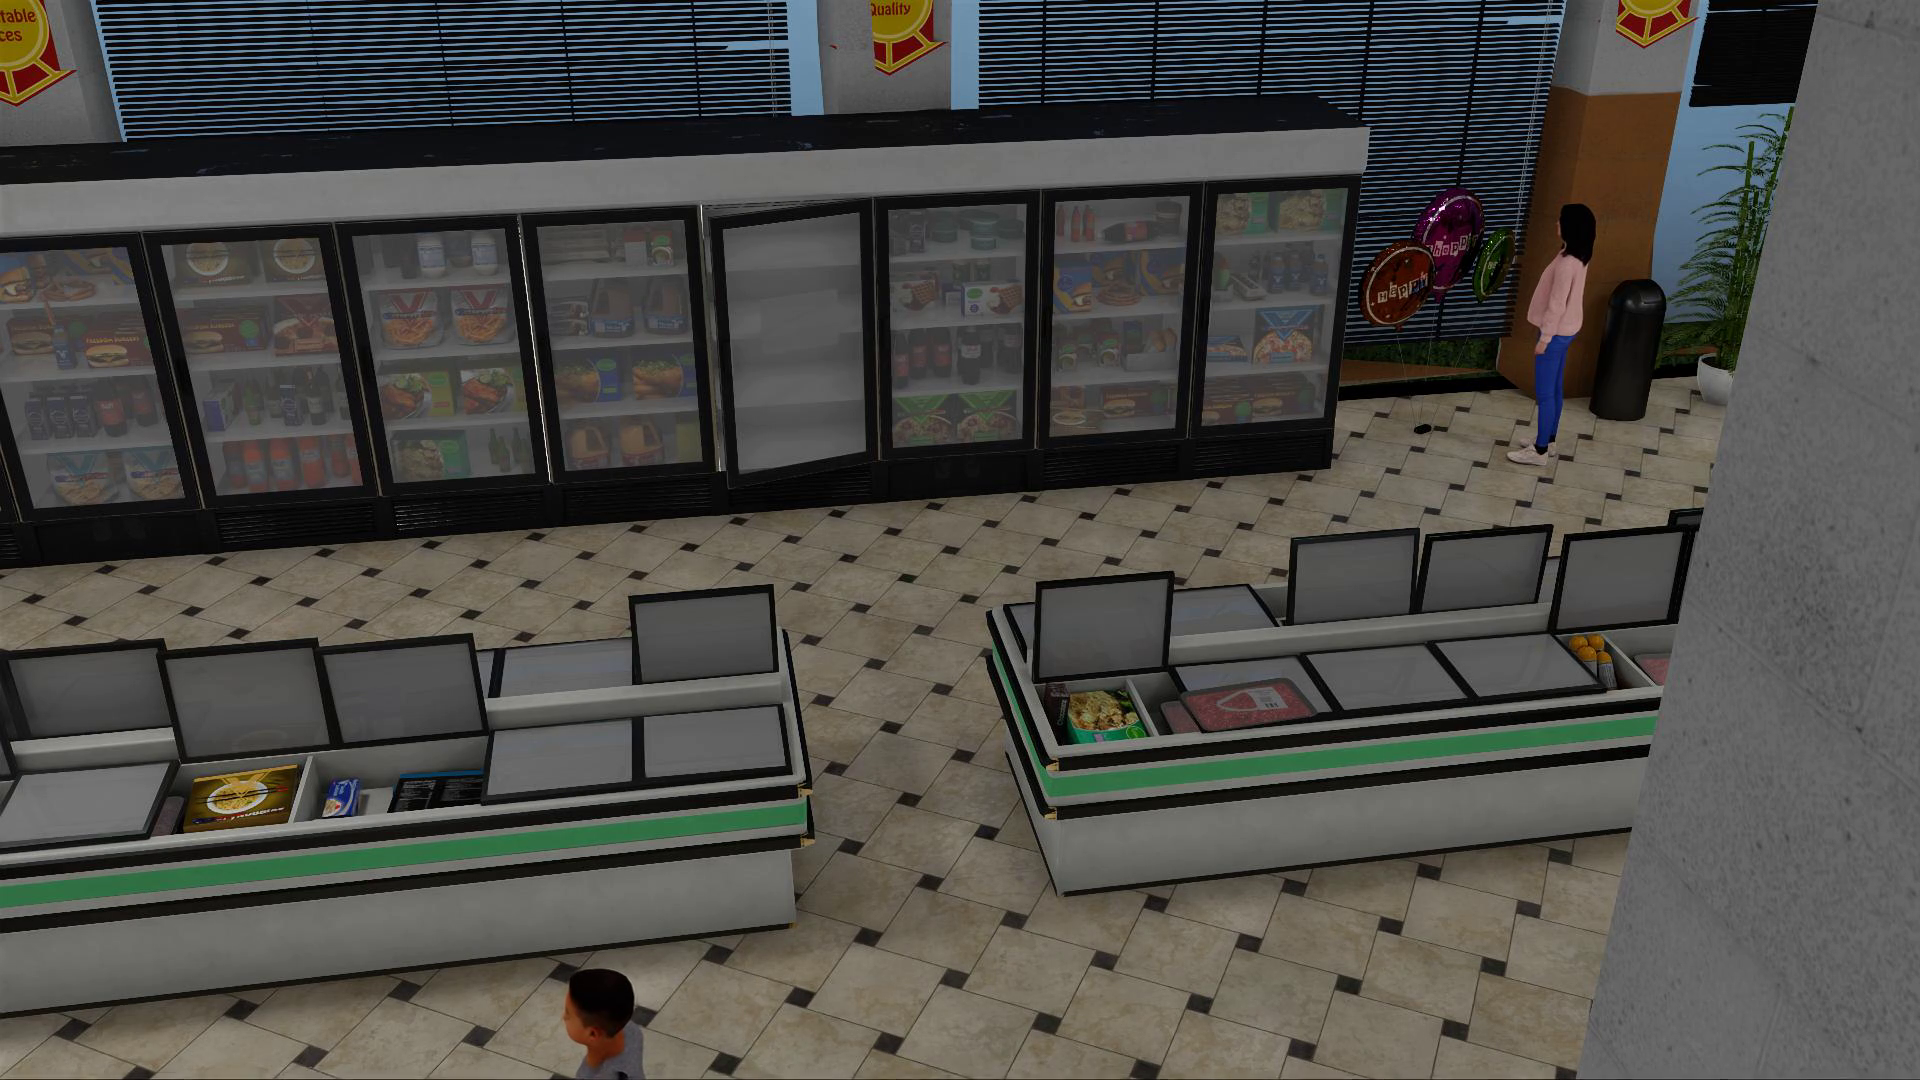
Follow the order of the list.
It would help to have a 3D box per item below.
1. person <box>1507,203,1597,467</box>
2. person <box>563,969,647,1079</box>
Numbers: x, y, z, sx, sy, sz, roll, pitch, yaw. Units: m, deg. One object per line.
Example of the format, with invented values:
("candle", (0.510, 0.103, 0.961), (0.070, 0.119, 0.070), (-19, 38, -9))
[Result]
("person", (3.936, -1.350, 10.966), (0.776, 1.769, 0.718), (17, 32, 31))
("person", (-1.034, 1.830, 5.042), (0.493, 1.456, 0.573), (-4, 27, -8))
